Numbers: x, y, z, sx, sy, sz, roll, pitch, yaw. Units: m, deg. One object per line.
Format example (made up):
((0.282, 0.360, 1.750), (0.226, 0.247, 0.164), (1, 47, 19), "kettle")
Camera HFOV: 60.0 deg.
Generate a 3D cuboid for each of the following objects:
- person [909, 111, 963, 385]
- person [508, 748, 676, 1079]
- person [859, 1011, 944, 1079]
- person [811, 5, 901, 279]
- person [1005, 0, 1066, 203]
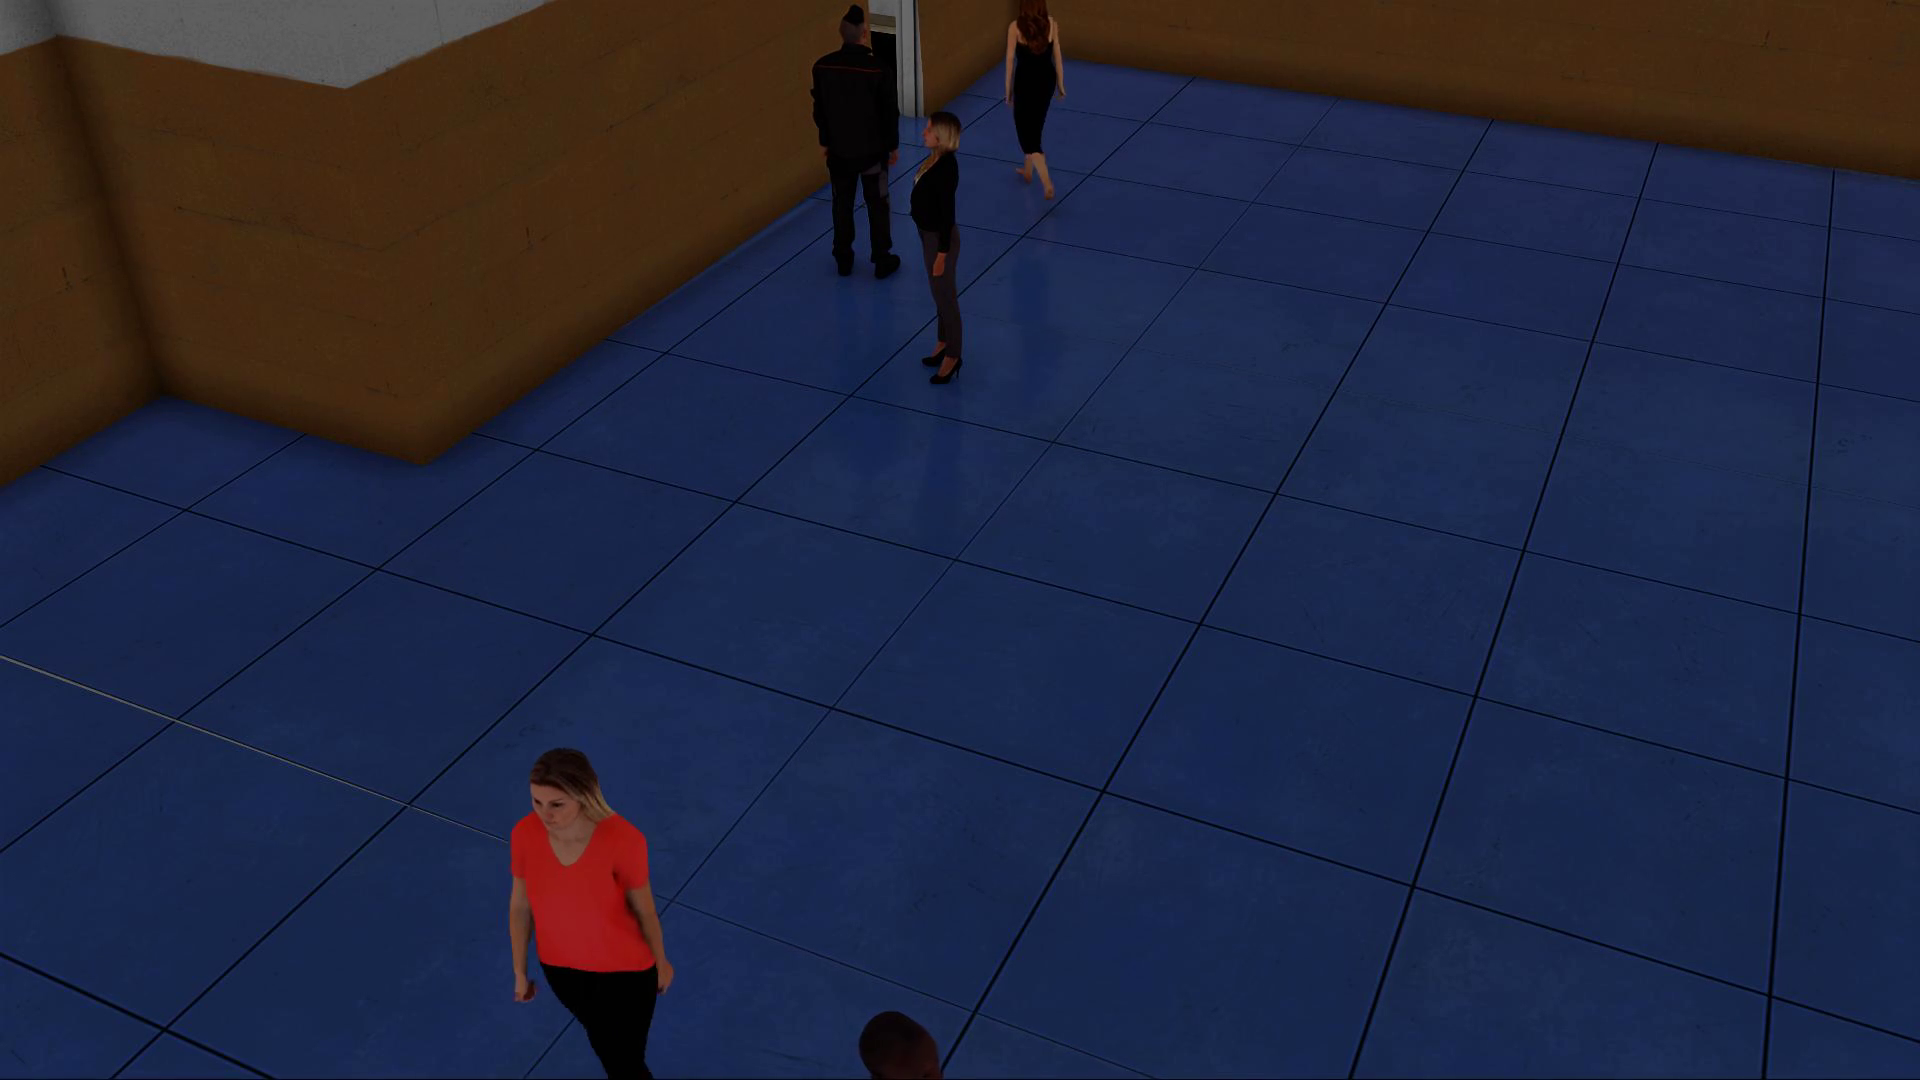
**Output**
((-0.103, -1.735, 9.894), (0.699, 1.672, 0.678), (-5, 34, -7), "person")
((-1.123, 1.286, 5.344), (0.654, 1.680, 0.752), (7, 34, 11), "person")
((-0.163, 1.864, 4.401), (0.587, 1.761, 0.675), (10, 35, 14), "person")
((-0.677, -2.653, 11.082), (0.626, 1.861, 0.867), (8, 34, 12), "person")
((0.571, -3.284, 12.301), (1.058, 1.584, 1.138), (-12, 36, -18), "person")
